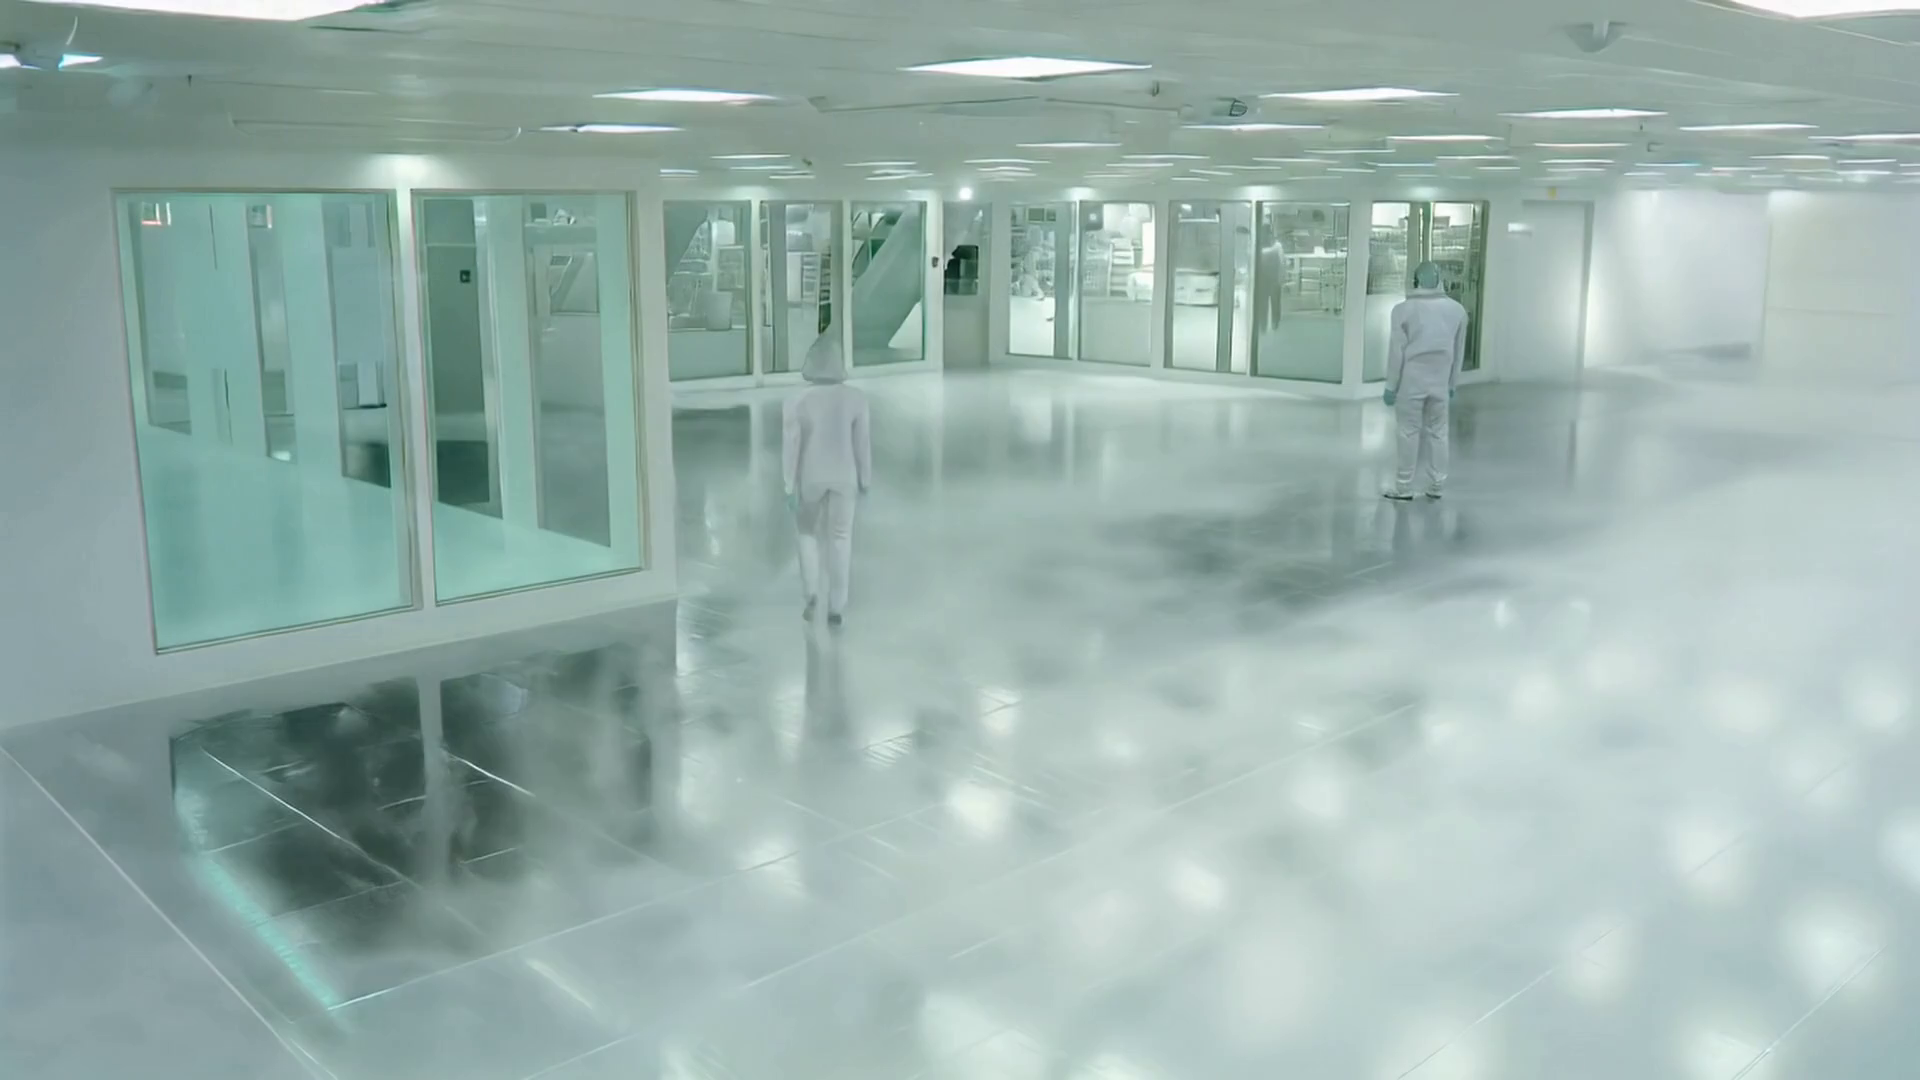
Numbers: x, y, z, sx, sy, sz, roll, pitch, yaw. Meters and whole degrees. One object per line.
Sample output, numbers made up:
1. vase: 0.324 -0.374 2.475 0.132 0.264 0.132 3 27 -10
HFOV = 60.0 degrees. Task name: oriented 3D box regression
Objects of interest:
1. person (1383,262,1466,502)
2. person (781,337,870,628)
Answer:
1. person: 3.661 -1.246 13.220 0.640 1.905 0.410 -2 12 -12
2. person: -0.743 -0.313 9.248 0.498 1.624 0.348 -1 11 -7
